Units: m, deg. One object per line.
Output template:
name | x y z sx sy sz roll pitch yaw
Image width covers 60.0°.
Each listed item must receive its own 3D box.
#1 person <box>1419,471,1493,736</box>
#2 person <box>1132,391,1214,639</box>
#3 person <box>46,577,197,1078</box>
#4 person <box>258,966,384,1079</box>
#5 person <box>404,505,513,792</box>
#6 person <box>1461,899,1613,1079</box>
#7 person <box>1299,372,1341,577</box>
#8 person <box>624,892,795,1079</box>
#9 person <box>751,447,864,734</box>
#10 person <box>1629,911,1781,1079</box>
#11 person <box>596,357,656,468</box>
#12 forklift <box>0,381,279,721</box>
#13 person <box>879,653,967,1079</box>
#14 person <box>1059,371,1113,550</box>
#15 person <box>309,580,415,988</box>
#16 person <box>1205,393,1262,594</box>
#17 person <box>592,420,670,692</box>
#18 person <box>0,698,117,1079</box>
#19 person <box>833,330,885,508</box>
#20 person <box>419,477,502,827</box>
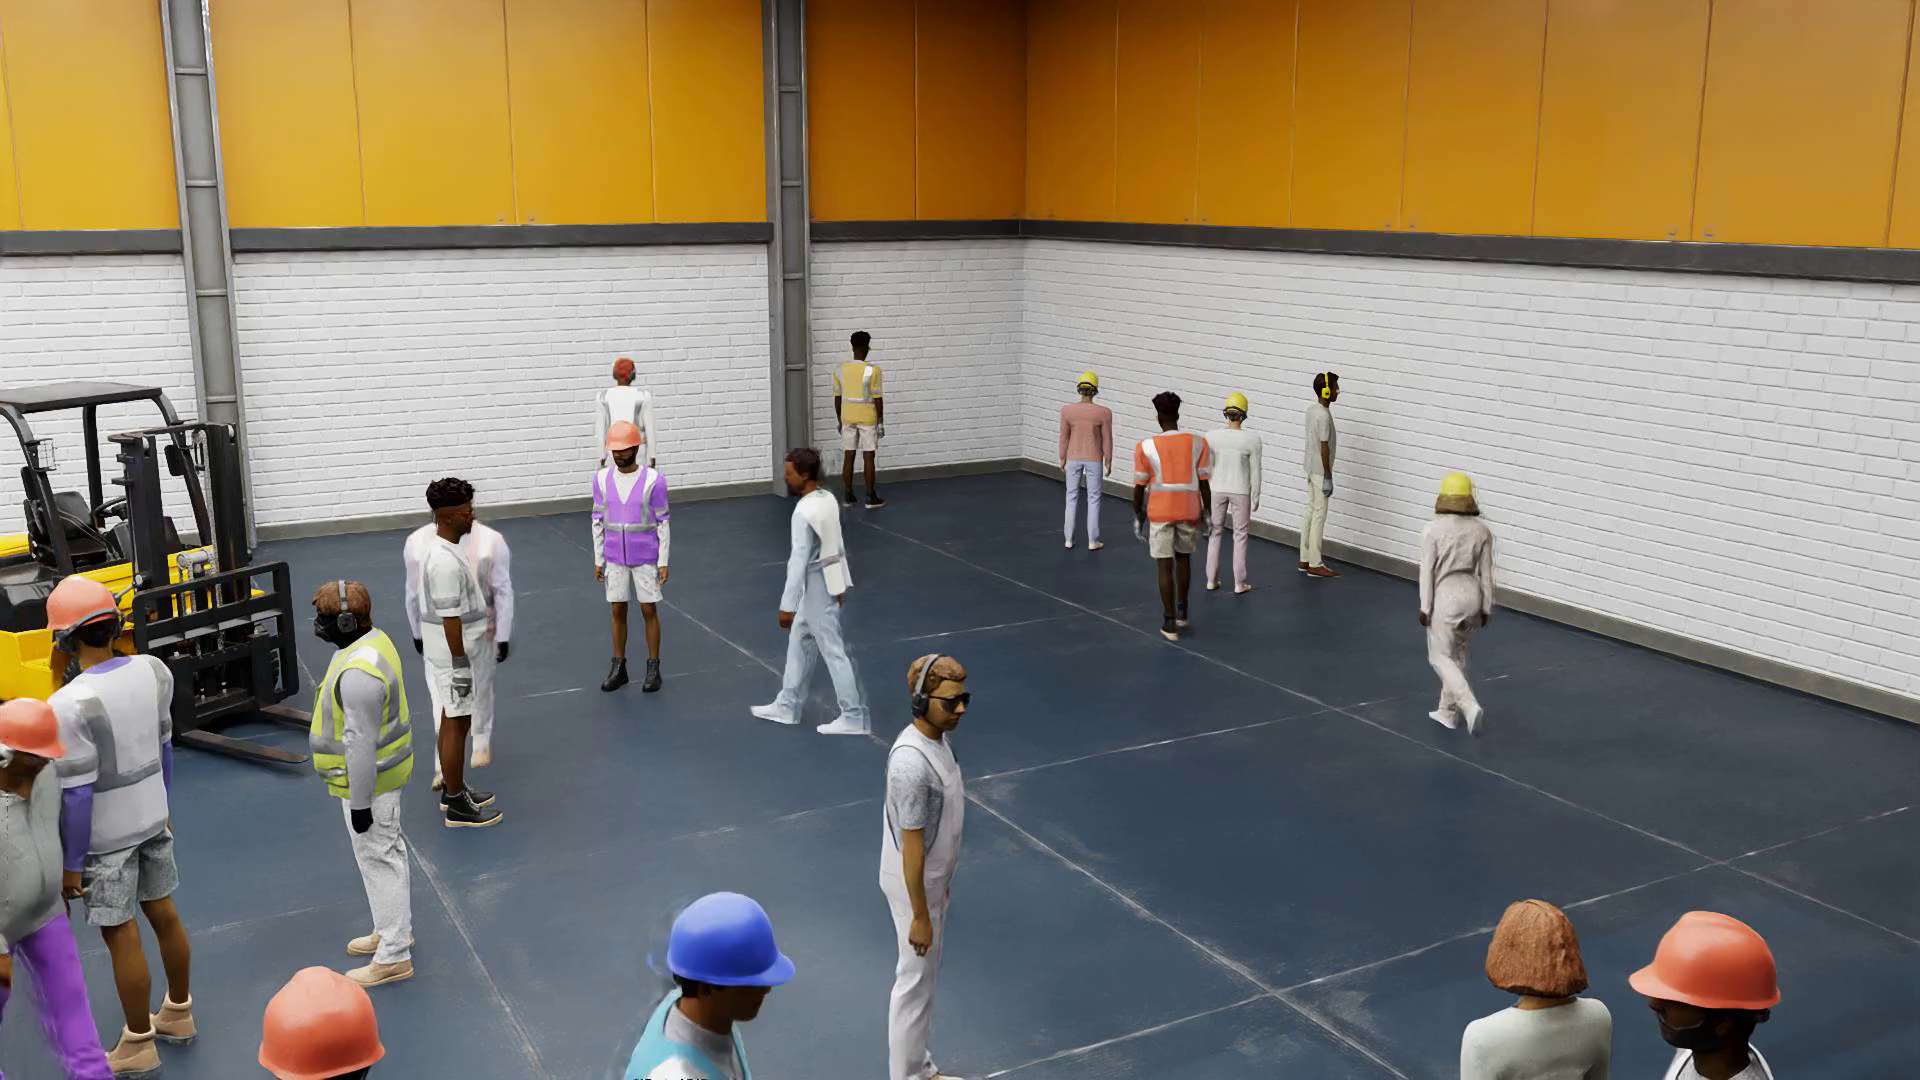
person | 3.232 0.431 10.711 0.506 1.709 0.676 -3 12 -13
person | 1.674 -0.211 13.204 0.632 1.928 0.694 -1 12 -5
person | -3.369 1.142 6.616 0.394 2.038 0.605 3 12 13
person | -1.311 1.840 3.583 0.370 1.935 0.552 11 16 41
person | -2.975 0.567 9.879 0.634 1.790 0.917 -2 12 -10
person | 1.554 1.778 4.606 0.504 1.627 0.290 -5 13 -23
person | 3.302 -0.601 15.182 0.329 1.873 0.512 -1 12 -6
person | -0.554 1.755 4.060 0.917 1.902 0.662 0 12 -2
person | -1.031 0.338 10.754 0.910 1.877 0.615 2 12 8
person | 1.692 1.779 3.864 0.378 1.936 0.548 2 12 9
person | -3.293 -0.870 16.438 0.584 1.874 0.667 0 12 2
forklift | -5.853 0.085 11.199 2.313 2.155 1.214 7 14 28
person | -0.123 1.318 6.254 0.345 1.842 0.505 1 12 6
person | 1.234 -0.772 16.260 0.531 1.755 0.343 3 12 15
person | -2.669 1.070 7.452 0.431 1.835 0.623 -4 13 -16
person | 2.382 -0.411 14.561 0.517 1.757 0.337 5 13 22
person | -2.307 0.119 11.648 0.549 1.936 0.376 2 12 8
person | -3.475 1.401 6.220 0.882 1.683 0.571 4 13 18
person | -1.107 -1.329 18.371 0.626 1.964 0.361 5 13 24
person | -2.802 0.614 9.257 0.361 1.964 0.613 -5 13 -20
